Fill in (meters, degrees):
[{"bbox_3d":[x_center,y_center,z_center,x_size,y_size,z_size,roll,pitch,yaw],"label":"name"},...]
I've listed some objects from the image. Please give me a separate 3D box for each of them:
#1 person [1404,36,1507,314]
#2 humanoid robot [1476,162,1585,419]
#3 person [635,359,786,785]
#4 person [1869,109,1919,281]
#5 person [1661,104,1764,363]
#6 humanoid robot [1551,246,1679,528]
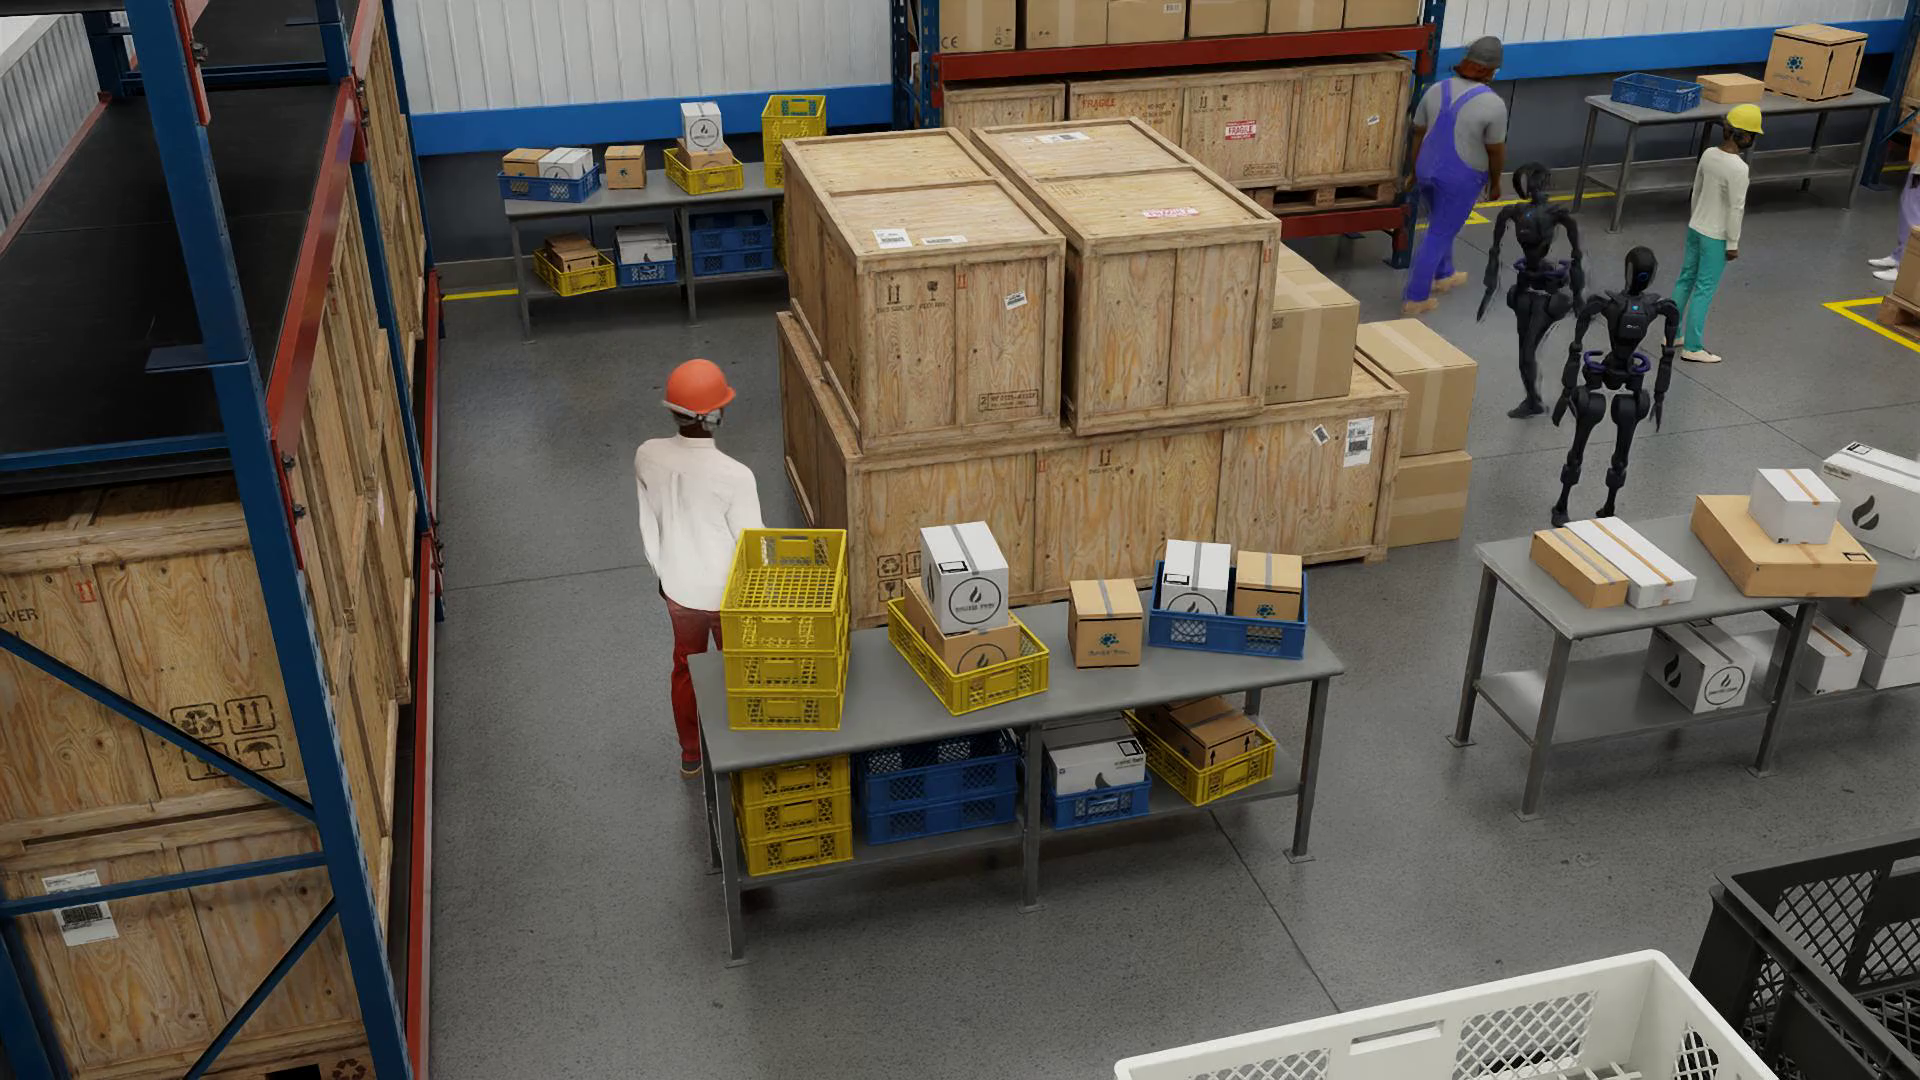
[{"bbox_3d":[3.687,-2.688,12.161,0.930,2.000,0.692,-15,32,-26],"label":"person"},{"bbox_3d":[3.634,-1.558,10.509,0.574,1.617,0.642,-18,33,-29],"label":"humanoid robot"},{"bbox_3d":[-1.048,0.176,7.010,0.610,1.994,0.380,15,32,24],"label":"person"},{"bbox_3d":[7.385,-2.932,12.732,0.393,1.919,0.596,16,32,26],"label":"person"},{"bbox_3d":[5.160,-2.091,11.366,0.324,1.760,0.523,-4,29,-7],"label":"person"},{"bbox_3d":[3.573,-0.815,9.130,0.571,1.652,0.317,4,29,8],"label":"humanoid robot"}]
